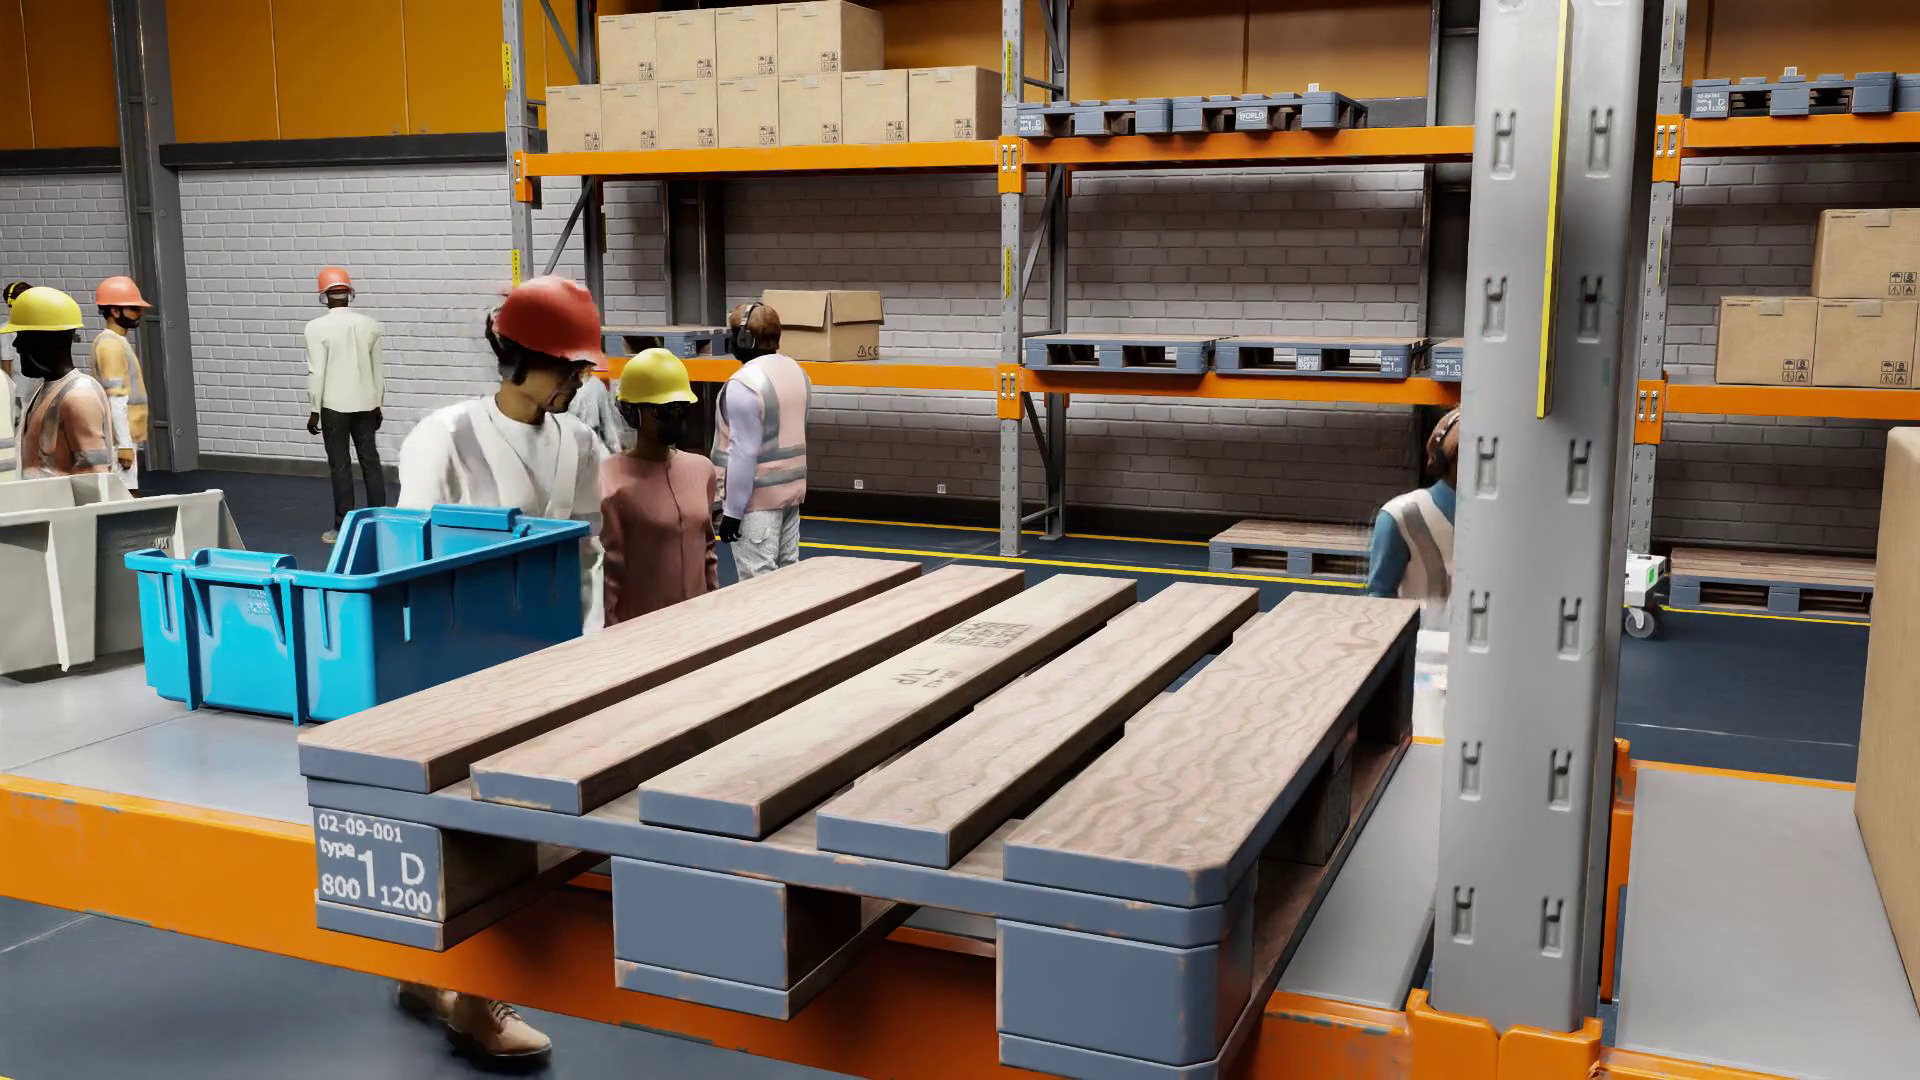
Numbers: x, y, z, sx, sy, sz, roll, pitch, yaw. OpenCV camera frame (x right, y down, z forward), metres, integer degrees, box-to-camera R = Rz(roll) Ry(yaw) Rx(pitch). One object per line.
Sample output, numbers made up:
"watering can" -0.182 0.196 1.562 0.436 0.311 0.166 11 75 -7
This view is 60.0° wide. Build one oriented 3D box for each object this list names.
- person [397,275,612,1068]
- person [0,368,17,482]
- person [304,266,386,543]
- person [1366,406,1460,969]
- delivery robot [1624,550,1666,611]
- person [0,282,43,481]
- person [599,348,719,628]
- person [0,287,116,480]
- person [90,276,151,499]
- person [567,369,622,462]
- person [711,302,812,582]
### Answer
"person" -1.181 0.319 4.321 0.771 1.978 0.646 4 10 23
"person" -4.959 -0.266 8.335 0.404 1.823 0.591 1 9 4
"person" -4.442 -0.967 12.010 0.392 1.990 0.614 7 12 35
"person" 1.444 0.417 4.808 0.543 1.606 0.677 -4 10 -24
"delivery robot" 3.490 0.178 9.153 0.707 0.478 0.477 5 11 32
"person" -7.390 -1.098 13.163 0.315 1.869 0.526 -1 10 -4
"person" -0.915 0.299 5.108 0.312 1.768 0.529 7 12 35
"person" -3.516 -0.025 6.564 0.362 1.928 0.587 -8 12 -40
"person" -5.141 -0.648 10.263 0.379 1.937 0.548 -5 11 -26
"person" -2.146 -0.398 9.572 0.930 1.669 0.483 3 10 20
"person" -0.934 -0.176 7.720 0.430 1.845 0.619 4 10 21
